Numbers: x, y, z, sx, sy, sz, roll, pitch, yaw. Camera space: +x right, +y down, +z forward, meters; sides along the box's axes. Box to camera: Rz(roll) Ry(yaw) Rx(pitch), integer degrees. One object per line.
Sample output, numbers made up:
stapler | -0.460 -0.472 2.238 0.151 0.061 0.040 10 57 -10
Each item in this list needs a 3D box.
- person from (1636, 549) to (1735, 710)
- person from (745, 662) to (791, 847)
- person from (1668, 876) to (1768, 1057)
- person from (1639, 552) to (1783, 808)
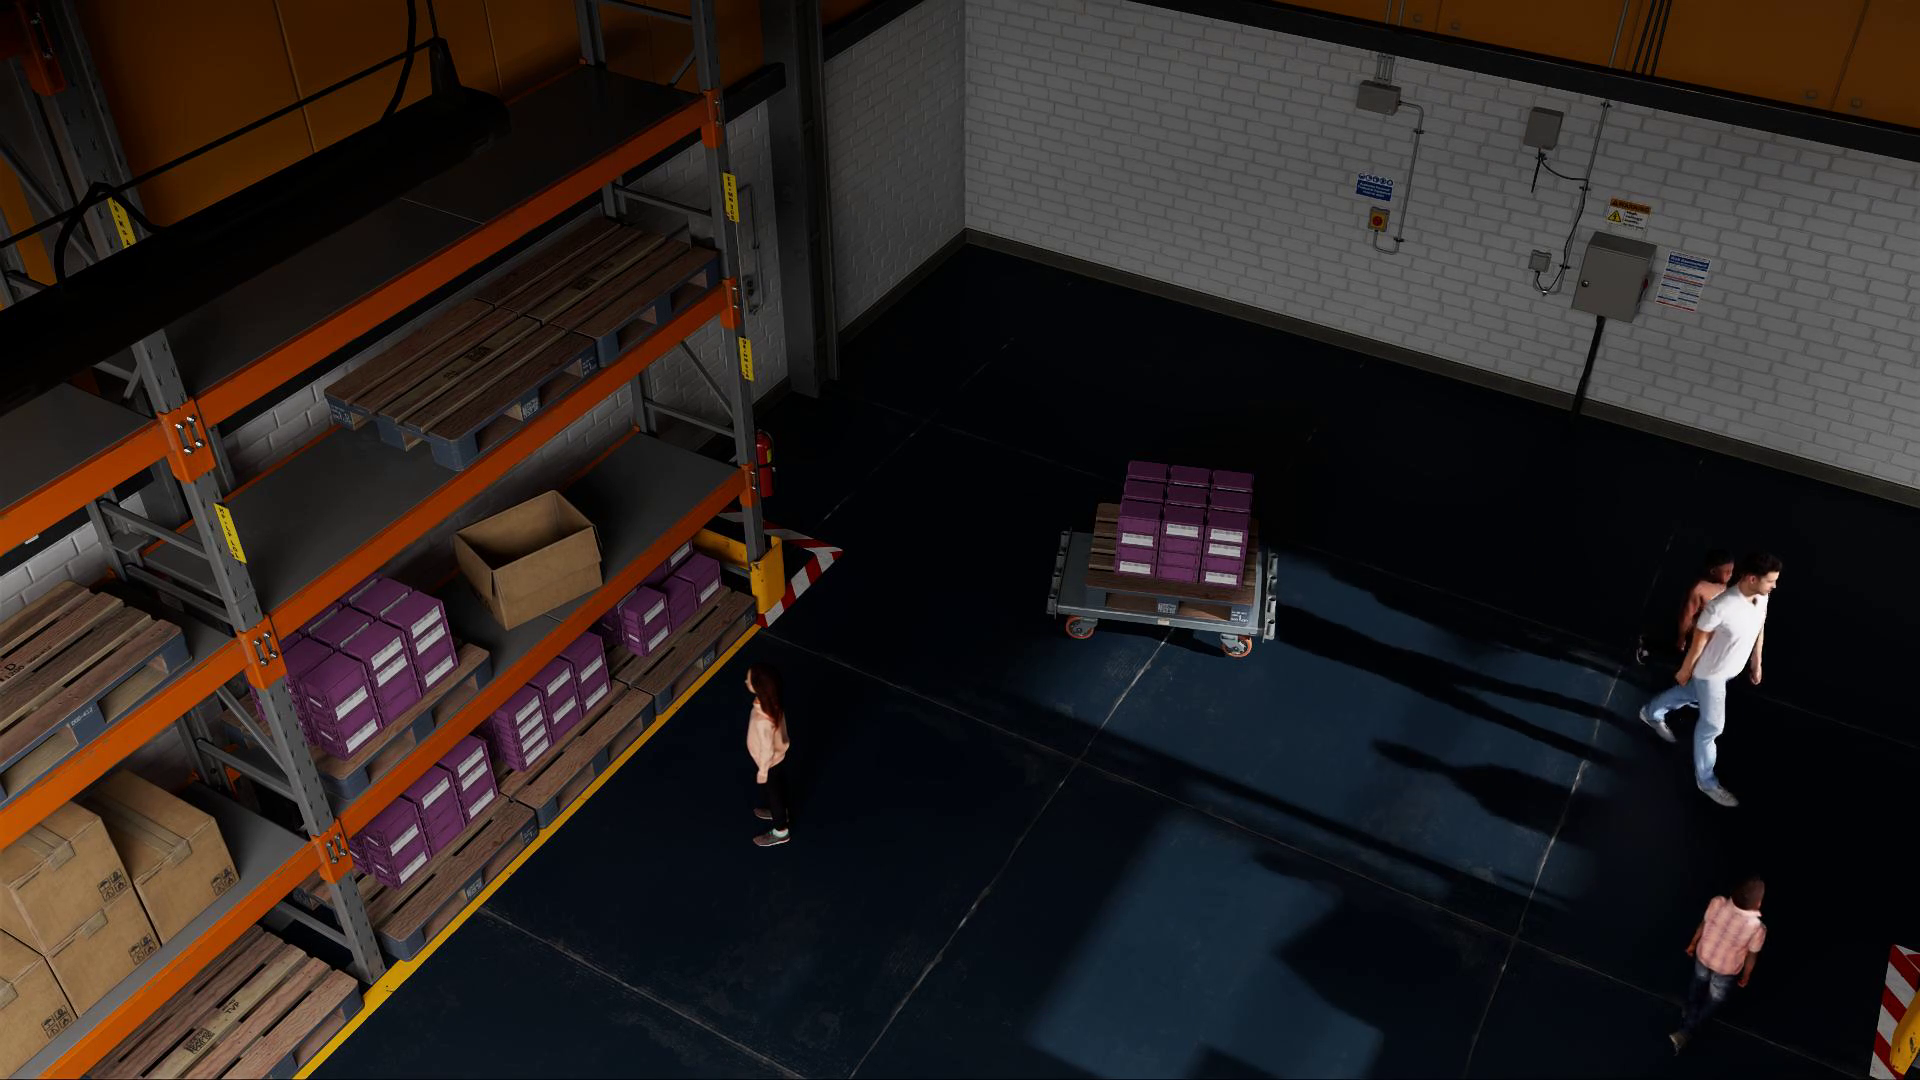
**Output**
person | 5.059 0.550 11.580 0.866 1.237 0.868 -16 41 -19
person | -1.198 1.322 10.416 0.709 1.484 0.607 -1 39 -1
person | 4.202 2.360 9.270 0.893 1.292 0.690 -27 46 -30
person | 4.878 0.762 10.861 1.209 1.804 1.076 -21 43 -24
